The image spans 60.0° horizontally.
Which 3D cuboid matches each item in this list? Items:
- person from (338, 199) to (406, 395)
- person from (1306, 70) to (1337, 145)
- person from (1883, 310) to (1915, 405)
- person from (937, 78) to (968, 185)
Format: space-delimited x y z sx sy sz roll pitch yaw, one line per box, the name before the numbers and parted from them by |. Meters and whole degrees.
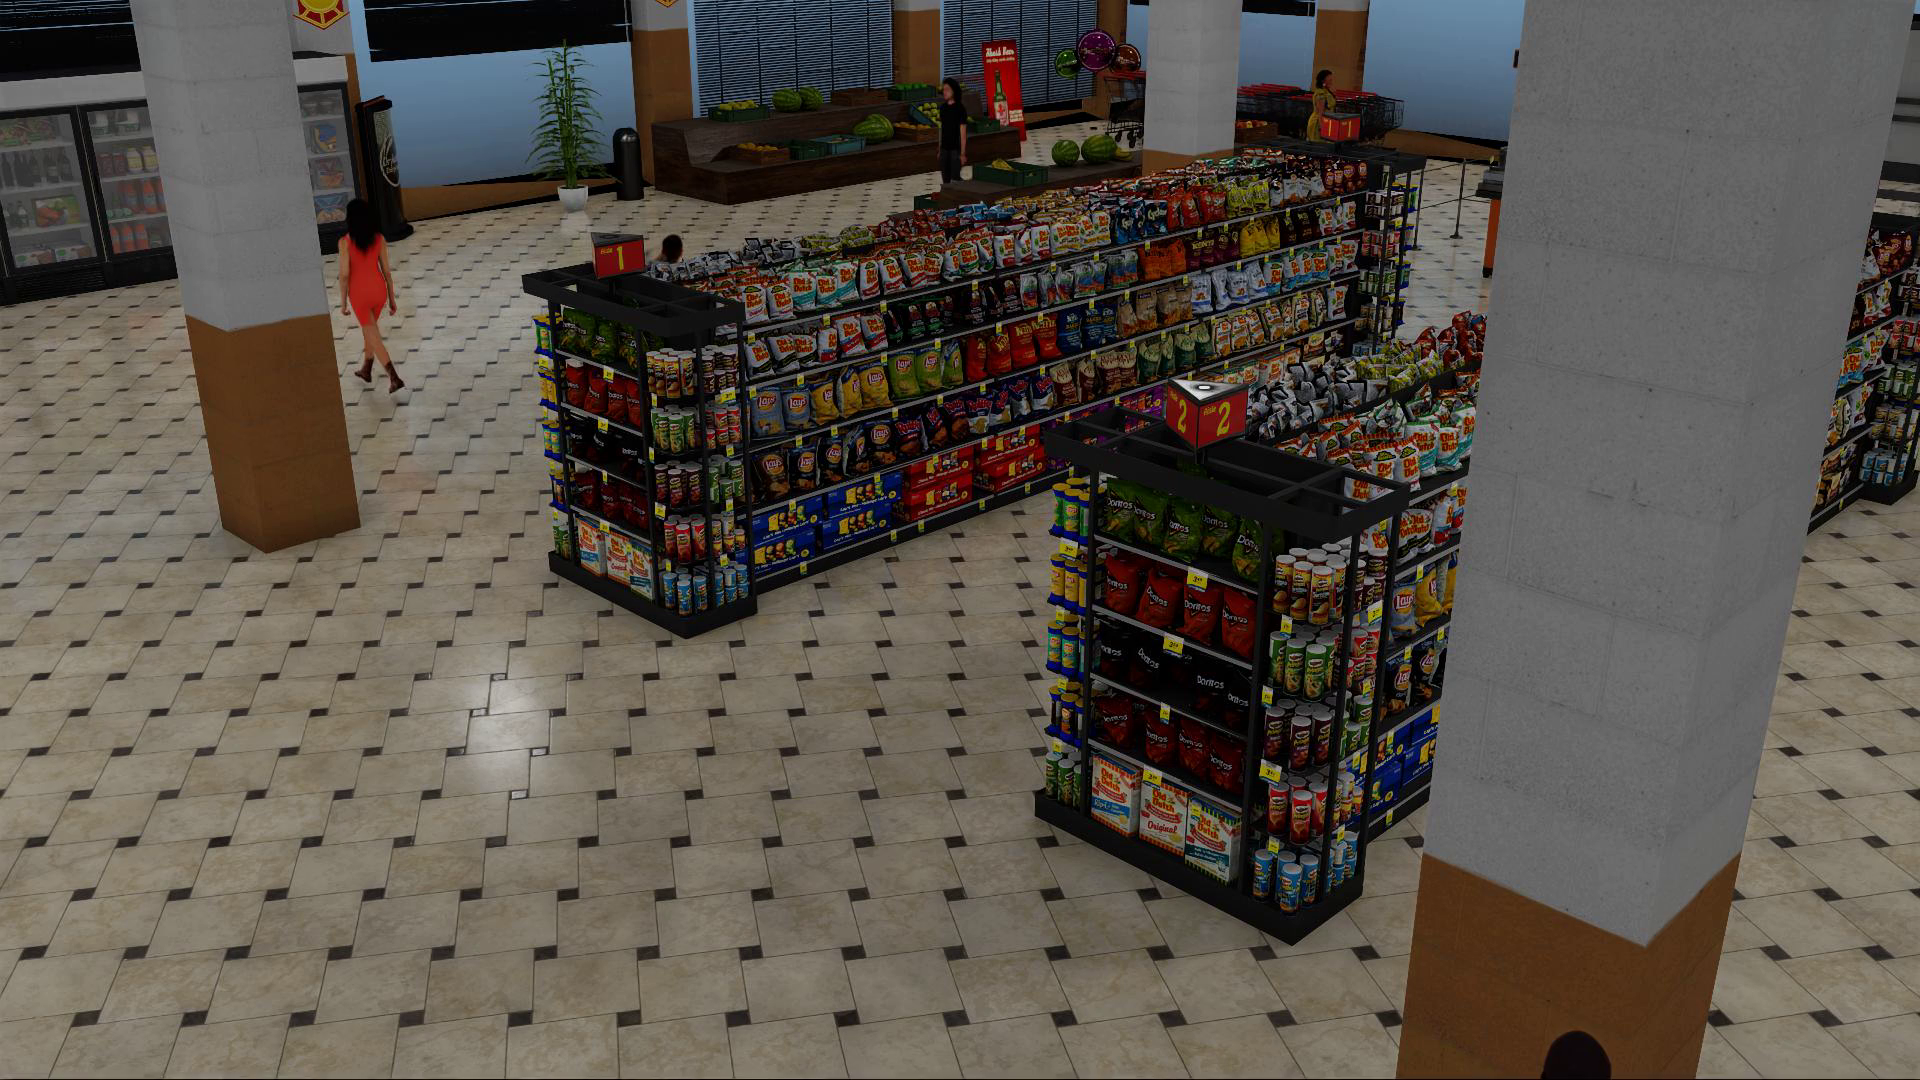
person | -5.137 -2.083 14.537 0.639 1.676 1.074 20 30 41
person | 5.310 -6.080 24.505 1.053 1.660 0.934 6 23 14
person | 8.120 -1.850 13.823 0.795 1.775 0.915 16 27 34
person | -0.037 -5.224 22.159 0.624 1.820 0.797 20 30 41
